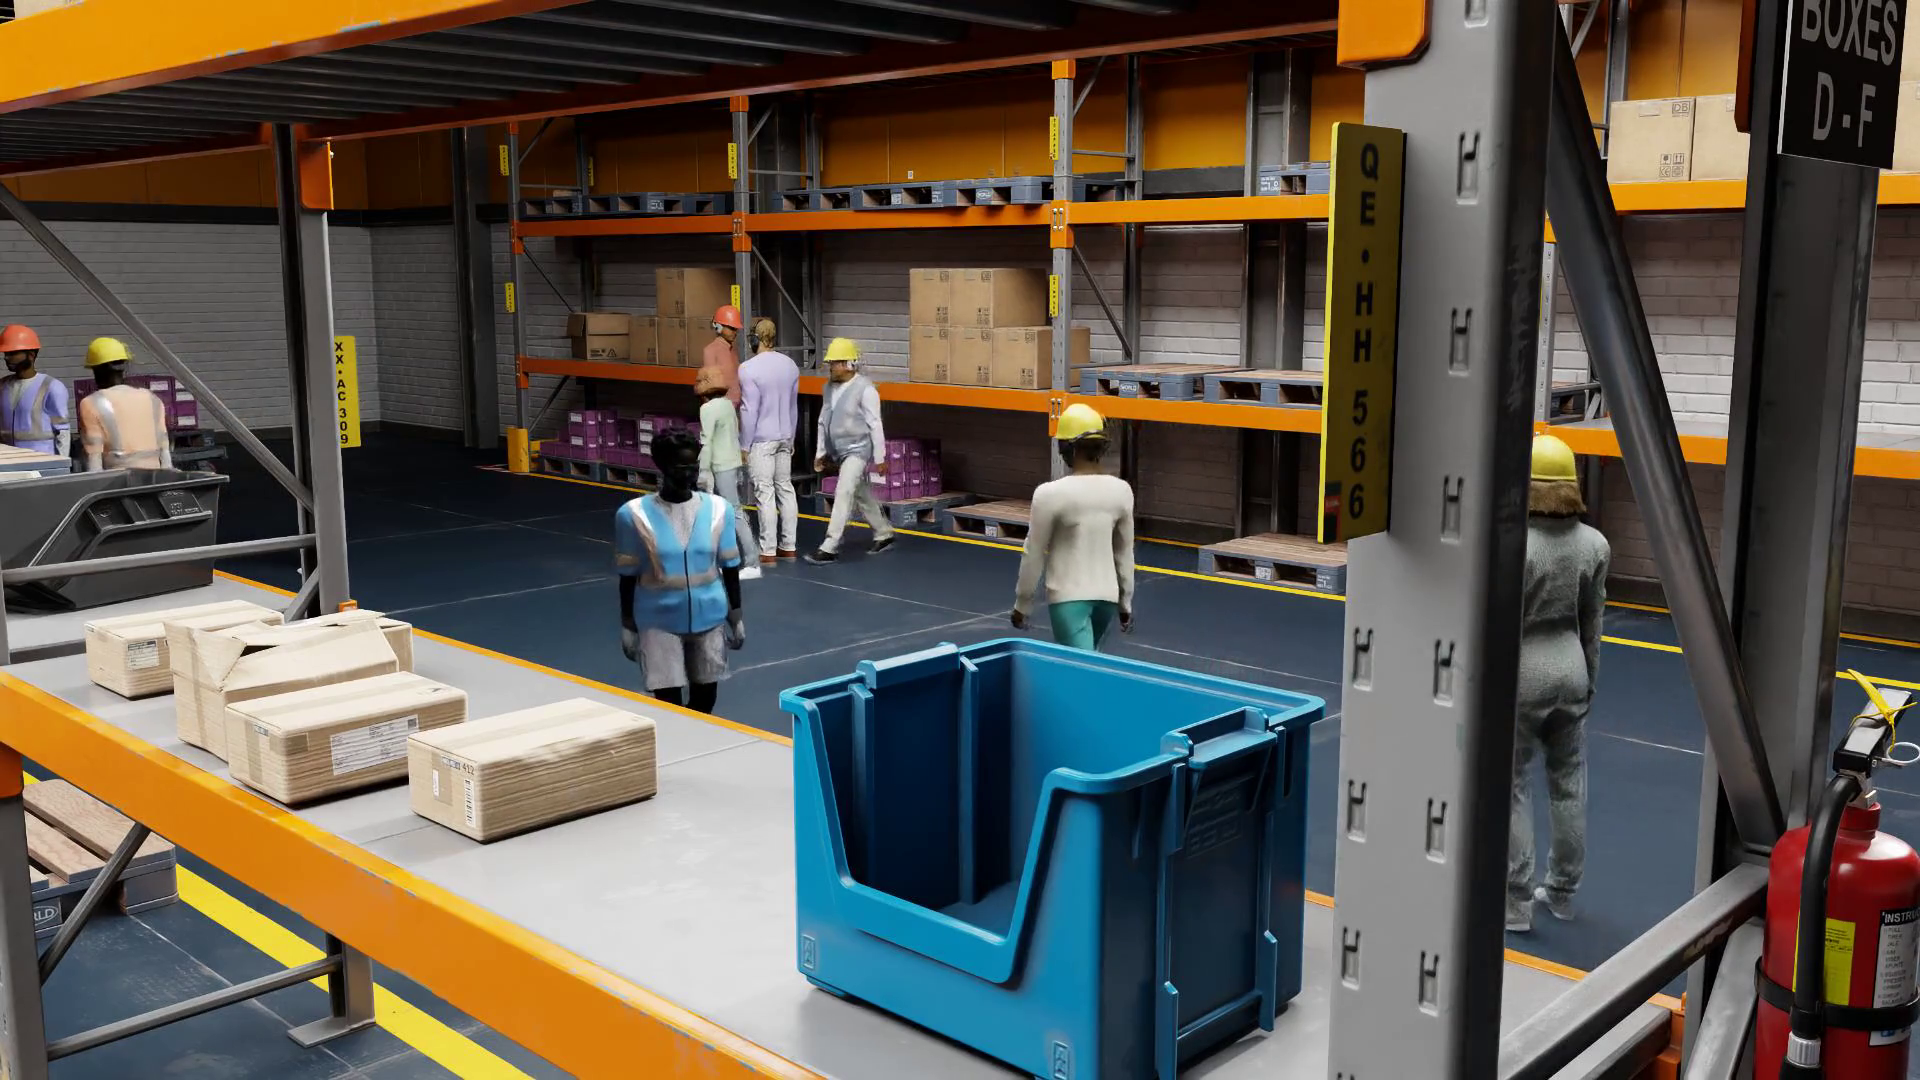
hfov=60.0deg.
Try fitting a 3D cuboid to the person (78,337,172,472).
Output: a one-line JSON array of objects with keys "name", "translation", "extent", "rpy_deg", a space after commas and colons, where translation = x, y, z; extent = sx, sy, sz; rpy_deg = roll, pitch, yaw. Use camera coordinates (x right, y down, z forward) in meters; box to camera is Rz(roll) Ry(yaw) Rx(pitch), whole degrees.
[{"name": "person", "translation": [-5.149, -0.322, 10.436], "extent": [0.737, 1.895, 0.606], "rpy_deg": [4, 10, 22]}]

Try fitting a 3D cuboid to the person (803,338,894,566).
[{"name": "person", "translation": [-0.863, -0.713, 13.174], "extent": [0.955, 1.785, 0.582], "rpy_deg": [-8, 12, -39]}]

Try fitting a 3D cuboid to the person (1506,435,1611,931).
[{"name": "person", "translation": [2.029, 0.499, 5.866], "extent": [0.492, 1.743, 0.316], "rpy_deg": [-3, 10, -16]}]

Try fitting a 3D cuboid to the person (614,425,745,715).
[{"name": "person", "translation": [-1.184, 0.342, 7.029], "extent": [0.541, 1.676, 0.701], "rpy_deg": [-4, 10, -25]}]

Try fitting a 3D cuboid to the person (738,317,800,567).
[{"name": "person", "translation": [-1.497, -0.757, 12.966], "extent": [0.359, 1.938, 0.632], "rpy_deg": [6, 11, 34]}]

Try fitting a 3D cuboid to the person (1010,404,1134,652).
[{"name": "person", "translation": [0.541, 0.261, 7.390], "extent": [0.539, 1.724, 0.899], "rpy_deg": [-6, 11, -32]}]

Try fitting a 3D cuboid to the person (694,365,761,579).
[{"name": "person", "translation": [-1.757, -0.509, 12.516], "extent": [0.589, 1.595, 0.517], "rpy_deg": [2, 9, 12]}]

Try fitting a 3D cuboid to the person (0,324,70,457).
[{"name": "person", "translation": [-6.357, -0.499, 11.381], "extent": [0.542, 1.939, 0.362], "rpy_deg": [2, 9, 12]}]

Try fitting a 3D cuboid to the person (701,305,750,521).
[{"name": "person", "translation": [-2.121, -1.121, 15.054], "extent": [0.392, 1.985, 0.609], "rpy_deg": [2, 9, 13]}]

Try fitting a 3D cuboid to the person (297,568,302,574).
[{"name": "person", "translation": [-4.910, -0.706, 12.713], "extent": [0.380, 1.918, 0.596], "rpy_deg": [-2, 10, -14]}]
